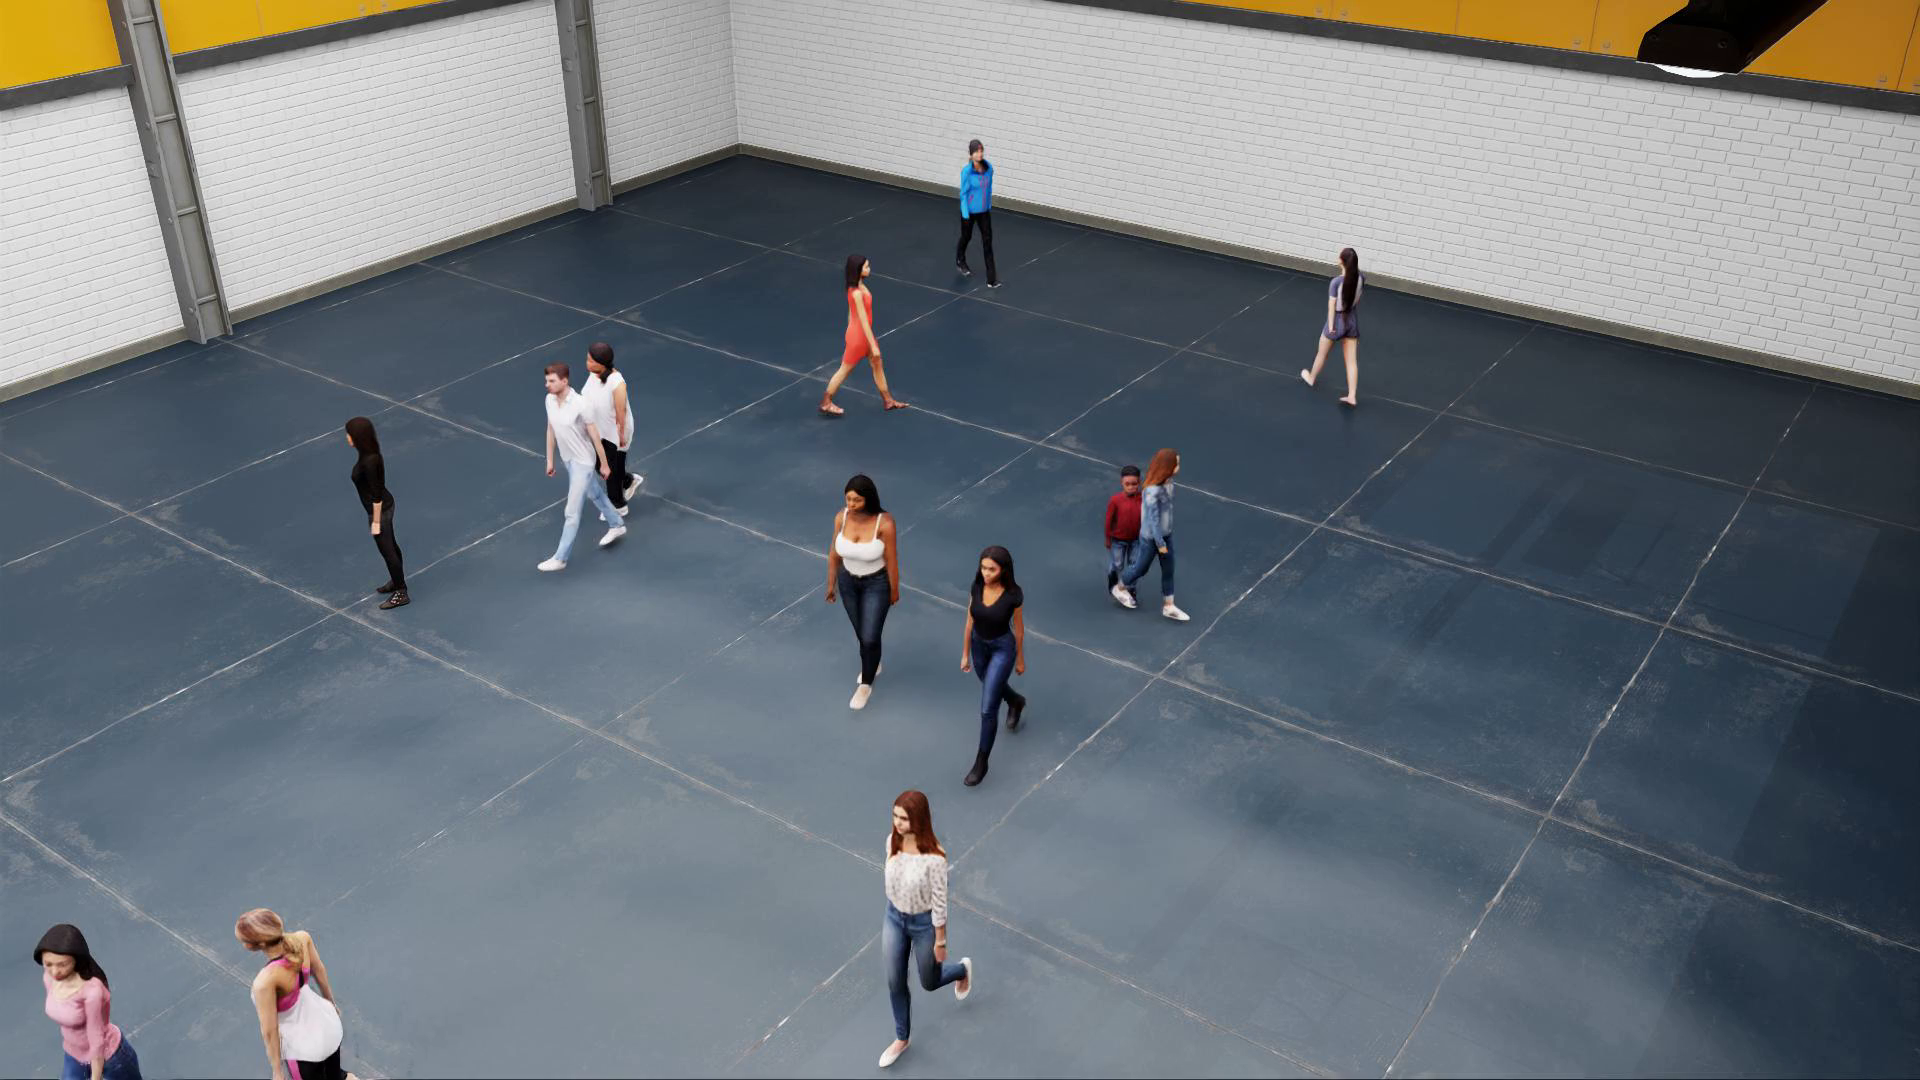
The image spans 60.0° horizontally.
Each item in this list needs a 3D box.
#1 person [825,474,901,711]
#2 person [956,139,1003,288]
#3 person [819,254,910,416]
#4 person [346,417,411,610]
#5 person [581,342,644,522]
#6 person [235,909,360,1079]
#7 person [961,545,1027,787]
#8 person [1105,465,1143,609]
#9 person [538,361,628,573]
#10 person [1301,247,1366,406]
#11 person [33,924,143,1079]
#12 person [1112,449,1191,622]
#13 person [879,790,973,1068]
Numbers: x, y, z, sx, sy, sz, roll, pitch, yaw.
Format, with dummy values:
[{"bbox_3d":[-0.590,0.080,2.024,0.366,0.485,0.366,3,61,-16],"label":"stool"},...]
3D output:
[{"bbox_3d":[-0.657,0.299,12.255,0.730,1.788,0.930,14,32,24],"label":"person"},{"bbox_3d":[0.133,-3.950,20.096,1.226,1.737,1.062,-14,32,-24],"label":"person"},{"bbox_3d":[-1.091,-1.984,16.560,1.126,1.673,1.134,-2,29,-4],"label":"person"},{"bbox_3d":[-4.671,-0.242,13.401,0.685,1.641,0.654,-9,30,-15],"label":"person"},{"bbox_3d":[-3.057,-0.993,14.744,0.845,1.674,0.798,-18,33,-30],"label":"person"},{"bbox_3d":[-3.168,2.502,8.257,0.851,1.749,0.738,10,30,17],"label":"person"},{"bbox_3d":[0.264,0.769,11.485,0.638,1.700,1.185,15,32,26],"label":"person"},{"bbox_3d":[1.351,-0.067,13.493,0.658,1.244,0.718,-3,29,-6],"label":"person"},{"bbox_3d":[-3.142,-0.667,14.027,0.703,1.786,1.234,21,35,33],"label":"person"},{"bbox_3d":[3.943,-2.138,16.909,1.061,1.609,1.029,-10,30,-18],"label":"person"},{"bbox_3d":[-4.171,2.539,8.241,0.727,1.700,1.177,13,31,22],"label":"person"},{"bbox_3d":[1.489,-0.054,13.247,0.607,1.458,0.846,19,34,31],"label":"person"},{"bbox_3d":[-0.189,2.068,9.093,0.576,1.710,0.970,20,34,32],"label":"person"}]
